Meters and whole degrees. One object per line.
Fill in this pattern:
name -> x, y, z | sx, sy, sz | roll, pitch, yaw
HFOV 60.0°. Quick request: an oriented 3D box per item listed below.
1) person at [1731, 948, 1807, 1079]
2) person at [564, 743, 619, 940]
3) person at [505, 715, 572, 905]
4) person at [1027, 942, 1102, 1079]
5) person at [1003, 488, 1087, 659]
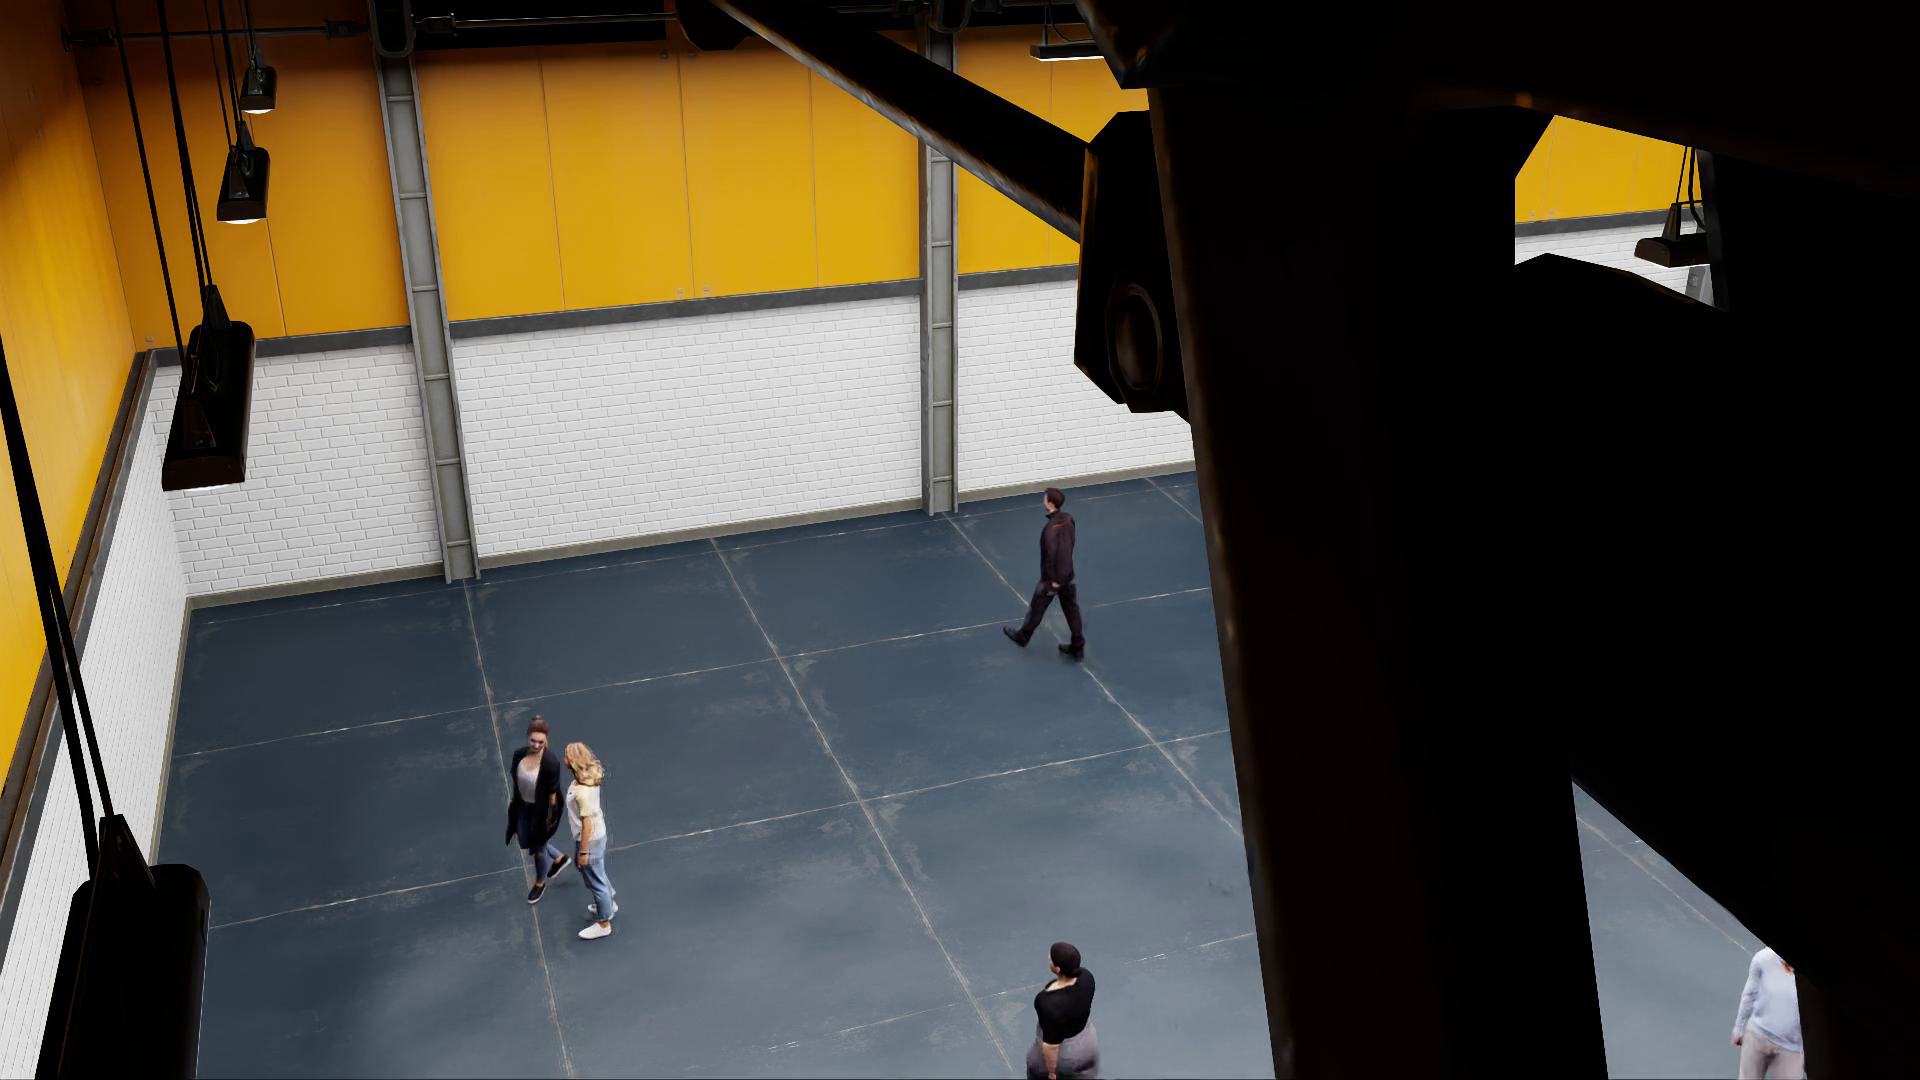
person -> 5.382, 3.248, 10.913 | 0.860, 1.878, 0.947 | 20, 30, 38
person -> -2.876, 2.354, 13.154 | 0.609, 1.721, 0.684 | -6, 24, -14
person -> -3.418, 2.186, 13.606 | 0.838, 1.667, 0.897 | 18, 29, 35
person -> 0.772, 3.382, 10.801 | 1.134, 1.722, 1.007 | -22, 32, -40
person -> 1.089, 0.393, 17.466 | 1.137, 1.861, 1.195 | 17, 29, 34
